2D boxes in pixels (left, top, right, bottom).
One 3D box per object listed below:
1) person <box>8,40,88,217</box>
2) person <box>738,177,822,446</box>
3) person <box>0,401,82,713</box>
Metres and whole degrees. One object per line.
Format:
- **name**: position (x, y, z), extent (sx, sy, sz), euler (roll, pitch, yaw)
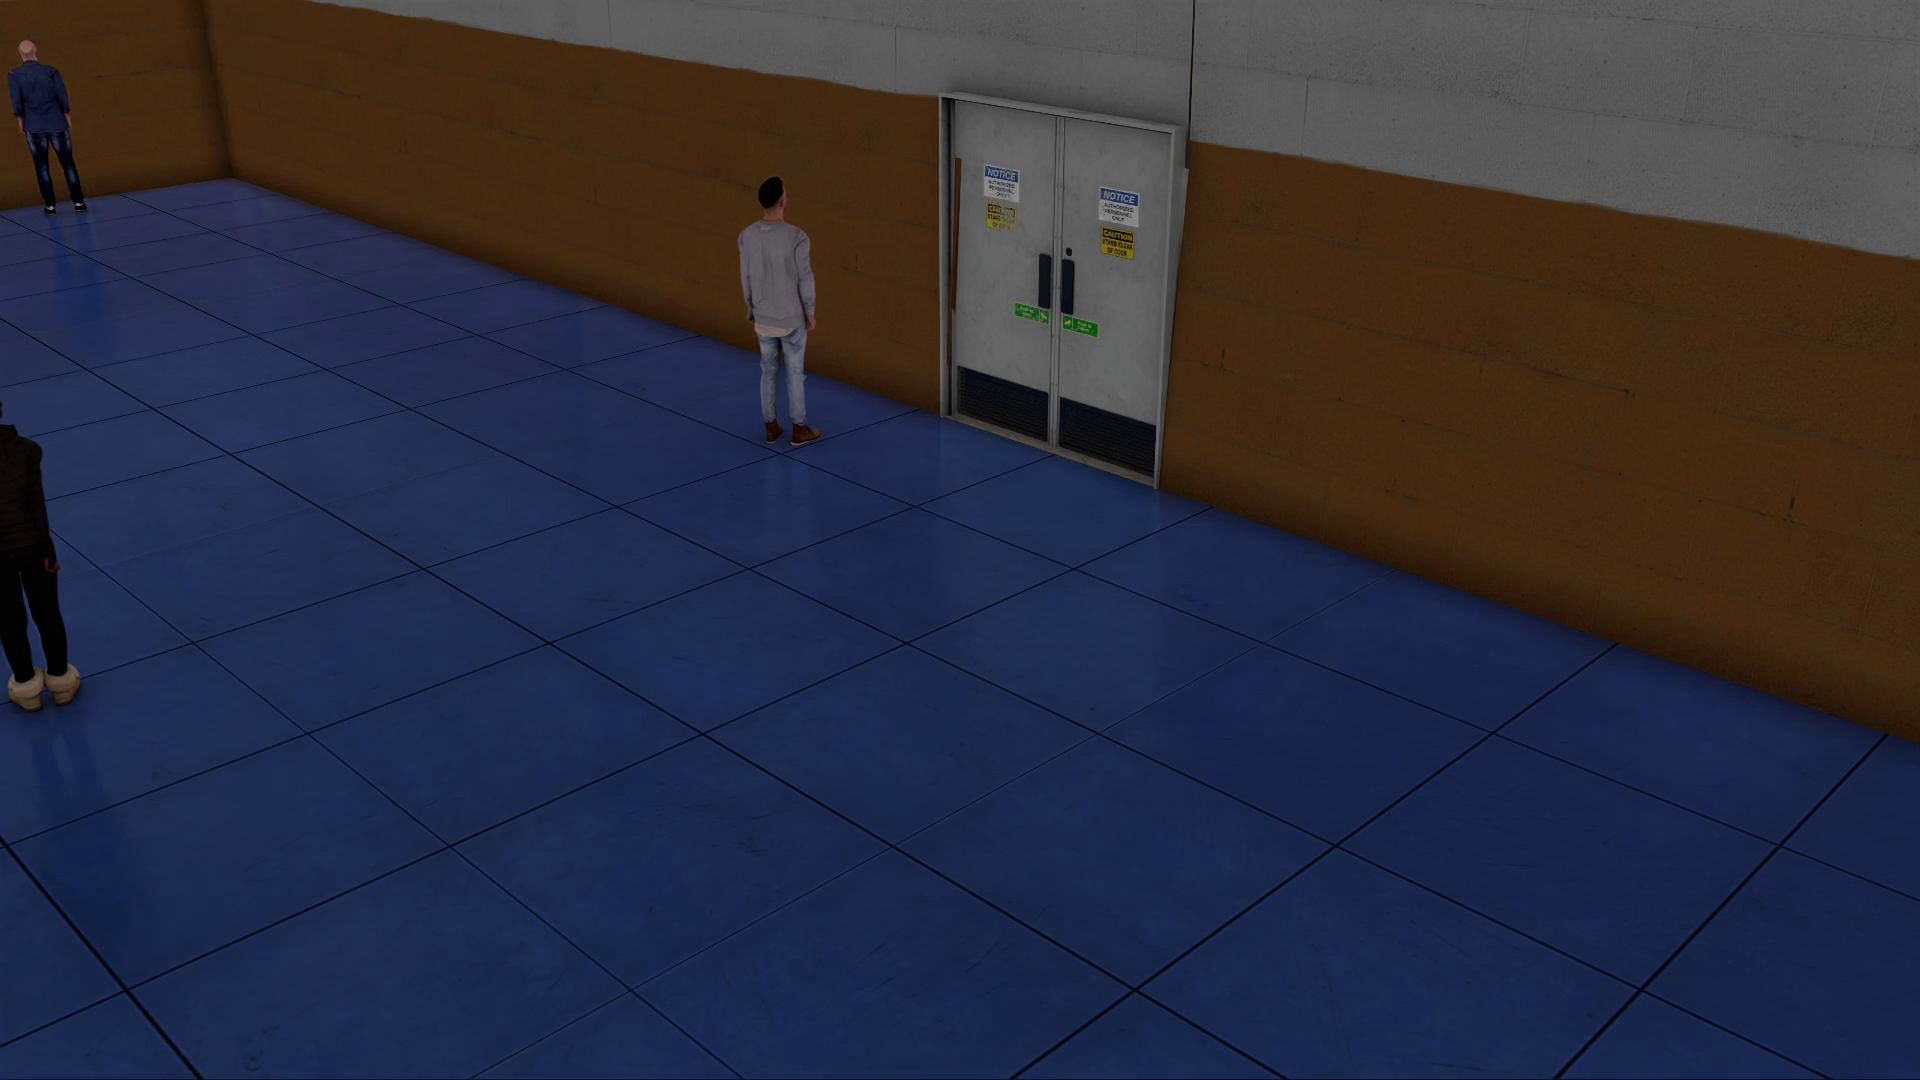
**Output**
- **person**: position (-9.813, -4.424, 17.861), extent (0.635, 1.826, 0.835), euler (-13, 27, -26)
- **person**: position (-1.218, -1.544, 11.261), extent (0.765, 1.840, 0.735), euler (8, 25, 17)
- **person**: position (-4.448, 0.056, 7.827), extent (0.670, 1.661, 0.611), euler (9, 25, 19)
